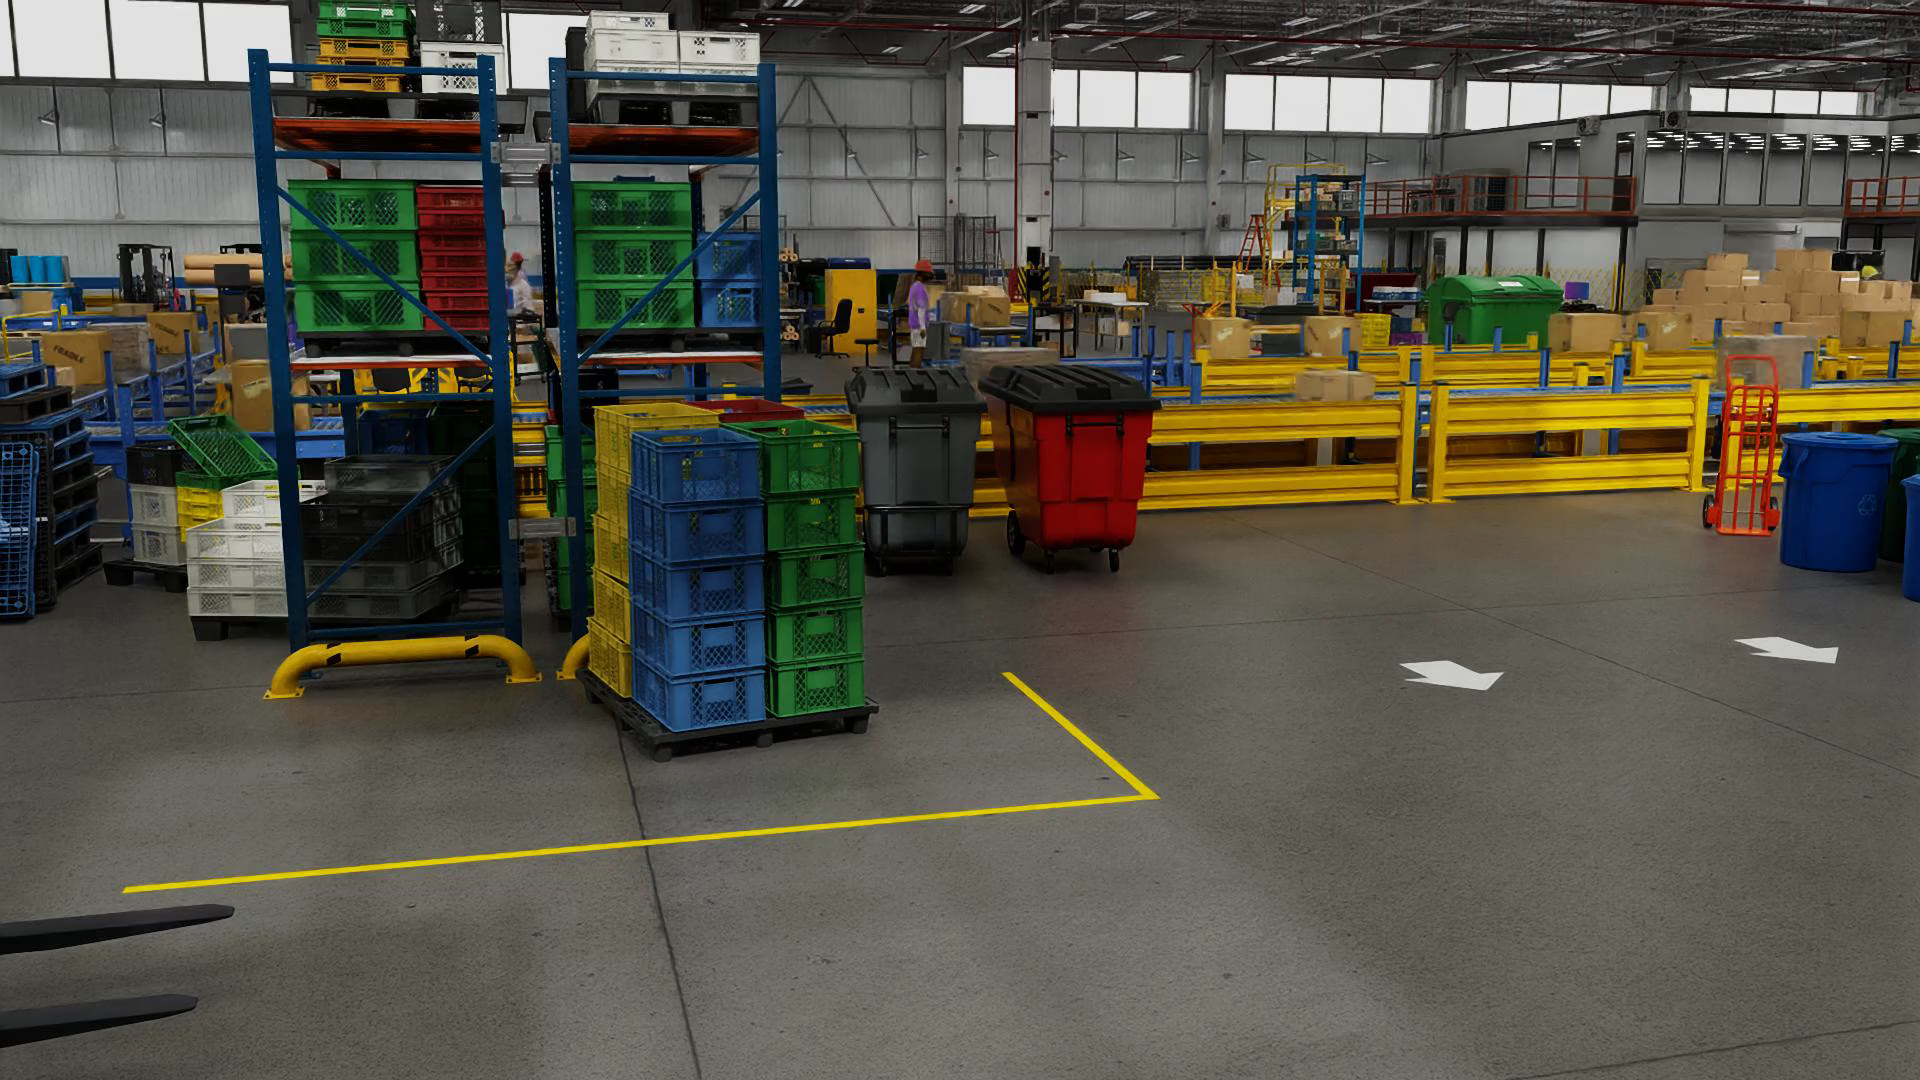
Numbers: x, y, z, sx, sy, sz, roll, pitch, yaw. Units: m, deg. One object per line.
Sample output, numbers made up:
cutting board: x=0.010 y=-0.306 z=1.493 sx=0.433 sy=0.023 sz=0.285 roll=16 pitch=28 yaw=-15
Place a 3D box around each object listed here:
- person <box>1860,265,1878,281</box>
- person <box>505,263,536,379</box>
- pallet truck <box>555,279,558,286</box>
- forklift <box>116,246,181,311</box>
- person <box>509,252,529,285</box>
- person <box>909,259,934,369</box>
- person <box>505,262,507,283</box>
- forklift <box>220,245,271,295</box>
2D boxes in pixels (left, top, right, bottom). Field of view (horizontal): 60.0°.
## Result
person: x=15.333 y=-3.711 z=28.020 sx=0.610 sy=1.801 sz=0.501 roll=-5 pitch=11 yaw=-28
person: x=-7.069 y=-3.446 z=26.386 sx=0.791 sy=1.862 sz=0.673 roll=-9 pitch=14 yaw=-43
pallet truck: x=-10.604 y=-6.375 z=44.520 sx=0.653 sy=1.274 sz=1.630 roll=-3 pitch=10 yaw=-15
forklift: x=-19.966 y=-6.232 z=40.894 sx=1.157 sy=1.987 sz=2.680 roll=-3 pitch=10 yaw=-15
person: x=-9.537 y=-5.286 z=36.402 sx=1.003 sy=2.008 sz=0.607 roll=-4 pitch=11 yaw=-23
person: x=-0.572 y=-3.207 z=24.792 sx=0.378 sy=1.932 sz=0.551 roll=-2 pitch=10 yaw=-11
person: x=-10.811 y=-5.723 z=39.514 sx=0.313 sy=1.767 sz=0.534 roll=-7 pitch=12 yaw=-35
forklift: x=-17.749 y=-6.334 z=41.440 sx=1.157 sy=1.987 sz=2.680 roll=-3 pitch=10 yaw=-17
